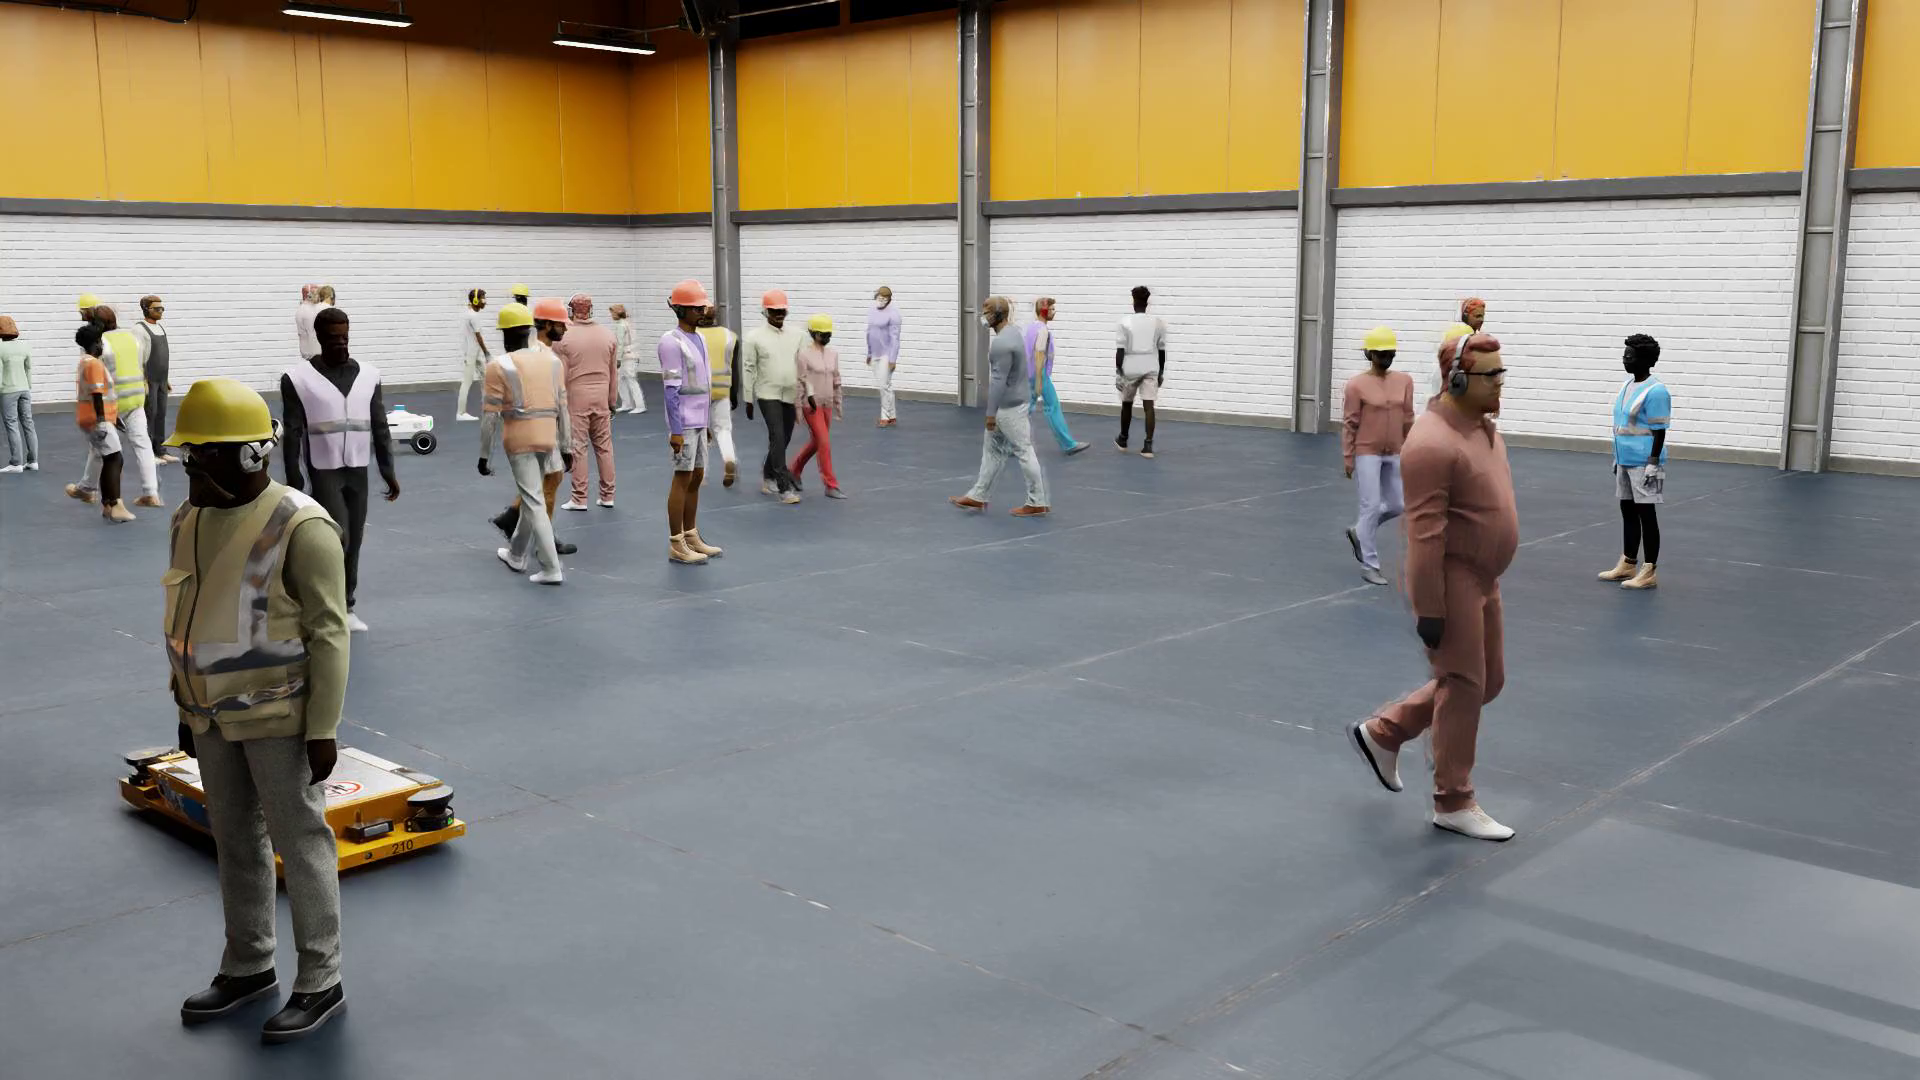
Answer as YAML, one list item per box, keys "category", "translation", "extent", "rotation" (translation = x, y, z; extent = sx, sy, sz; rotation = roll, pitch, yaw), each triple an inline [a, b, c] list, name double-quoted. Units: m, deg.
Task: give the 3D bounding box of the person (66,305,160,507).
- category: "person"
  translation: [-7.594, -1.188, 14.838]
  extent: [0.980, 1.786, 0.634]
  rotation: [4, 10, 22]

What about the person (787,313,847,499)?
- category: "person"
  translation: [-1.364, -1.265, 15.555]
  extent: [0.860, 1.724, 0.541]
  rotation: [7, 12, 38]

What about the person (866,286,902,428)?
- category: "person"
  translation: [-0.985, -2.450, 22.303]
  extent: [0.523, 1.896, 0.704]
  rotation: [-7, 12, -37]

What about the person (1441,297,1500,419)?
- category: "person"
  translation: [4.554, -1.234, 14.930]
  extent: [0.573, 1.866, 0.432]
  rotation: [-8, 12, -39]

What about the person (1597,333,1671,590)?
- category: "person"
  translation: [4.499, -0.519, 11.045]
  extent: [0.320, 1.695, 0.538]
  rotation: [-1, 9, -5]

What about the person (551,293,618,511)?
- category: "person"
  translation: [-3.316, -1.208, 14.630]
  extent: [0.644, 1.907, 0.399]
  rotation: [-8, 13, -42]

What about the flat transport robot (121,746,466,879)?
- category: "flat transport robot"
  translation: [-2.558, 0.964, 6.313]
  extent: [1.431, 0.197, 0.652]
  rotation: [8, 12, 41]

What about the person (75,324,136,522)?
- category: "person"
  translation: [-7.203, -0.973, 13.957]
  extent: [0.374, 1.655, 0.646]
  rotation: [-5, 11, -28]

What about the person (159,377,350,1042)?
- category: "person"
  translation: [-1.956, 0.467, 4.587]
  extent: [0.600, 1.830, 0.403]
  rotation: [5, 10, 26]

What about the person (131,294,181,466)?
- category: "person"
  translation: [-8.703, -1.721, 17.963]
  extent: [0.325, 1.843, 0.517]
  rotation: [1, 9, 4]

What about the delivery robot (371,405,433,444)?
- category: "delivery robot"
  translation: [-6.420, -1.306, 19.075]
  extent: [0.707, 0.478, 0.477]
  rotation: [-4, 10, -21]

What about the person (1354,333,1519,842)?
- category: "person"
  translation: [1.822, 0.165, 6.262]
  extent: [0.594, 1.885, 0.657]
  rotation: [6, 11, 34]

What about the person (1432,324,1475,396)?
- category: "person"
  translation: [3.690, -0.721, 12.232]
  extent: [0.799, 1.712, 0.504]
  rotation: [-1, 9, -7]

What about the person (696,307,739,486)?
- category: "person"
  translation: [-2.422, -1.406, 16.119]
  extent: [0.632, 1.823, 0.779]
  rotation: [-4, 10, -23]

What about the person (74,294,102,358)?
- category: "person"
  translation: [-10.706, -2.145, 20.651]
  extent: [0.431, 1.813, 0.588]
  rotation: [-5, 11, -29]

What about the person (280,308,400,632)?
- category: "person"
  translation: [-3.538, -0.380, 9.592]
  extent: [0.587, 1.900, 0.593]
  rotation: [7, 12, 38]

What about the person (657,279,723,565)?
- category: "person"
  translation: [-1.933, -0.851, 12.023]
  extent: [0.376, 2.041, 0.615]
  rotation: [2, 10, 13]

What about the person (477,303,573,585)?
- category: "person"
  translation: [-3.011, -0.655, 11.299]
  extent: [0.953, 1.879, 0.608]
  rotation: [7, 12, 37]

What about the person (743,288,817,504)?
- category: "person"
  translation: [-1.698, -1.340, 15.336]
  extent: [0.630, 1.957, 0.984]
  rotation: [-6, 11, -33]

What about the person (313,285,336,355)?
- category: "person"
  translation: [-8.629, -2.509, 22.617]
  extent: [0.559, 1.902, 0.683]
  rotation: [-6, 11, -33]

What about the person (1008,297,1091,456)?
- category: "person"
  translation: [0.974, -1.829, 18.762]
  extent: [0.955, 1.790, 0.591]
  rotation: [-2, 9, -11]

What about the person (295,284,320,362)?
- category: "person"
  translation: [-9.055, -2.625, 23.316]
  extent: [0.409, 1.906, 0.652]
  rotation: [-6, 11, -31]

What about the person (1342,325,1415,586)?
- category: "person"
  translation: [2.812, -0.591, 11.331]
  extent: [0.530, 1.747, 0.580]
  rotation: [-3, 10, -19]

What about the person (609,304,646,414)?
- category: "person"
  translation: [-4.862, -2.633, 24.264]
  extent: [0.560, 1.605, 0.531]
  rotation: [-2, 9, -11]

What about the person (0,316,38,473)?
- category: "person"
  translation: [-9.892, -1.517, 17.356]
  extent: [0.279, 1.634, 0.497]
  rotation: [3, 10, 15]

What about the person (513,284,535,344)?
- category: "person"
  translation: [-6.638, -2.878, 24.967]
  extent: [0.595, 1.907, 0.875]
  rotation: [4, 10, 21]

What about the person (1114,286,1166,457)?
- category: "person"
  translation: [2.040, -1.934, 19.042]
  extent: [0.621, 1.914, 0.978]
  rotation: [-1, 9, -8]

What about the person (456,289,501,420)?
- category: "person"
  translation: [-6.683, -2.582, 23.280]
  extent: [0.881, 1.827, 0.522]
  rotation: [-2, 10, -14]

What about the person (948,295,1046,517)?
- category: "person"
  translation: [0.300, -1.129, 14.174]
  extent: [0.955, 1.891, 0.645]
  rotation: [1, 9, 6]

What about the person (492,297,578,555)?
- category: "person"
  translation: [-3.109, -0.828, 12.281]
  extent: [0.576, 1.914, 0.588]
  rotation: [-3, 10, -19]
